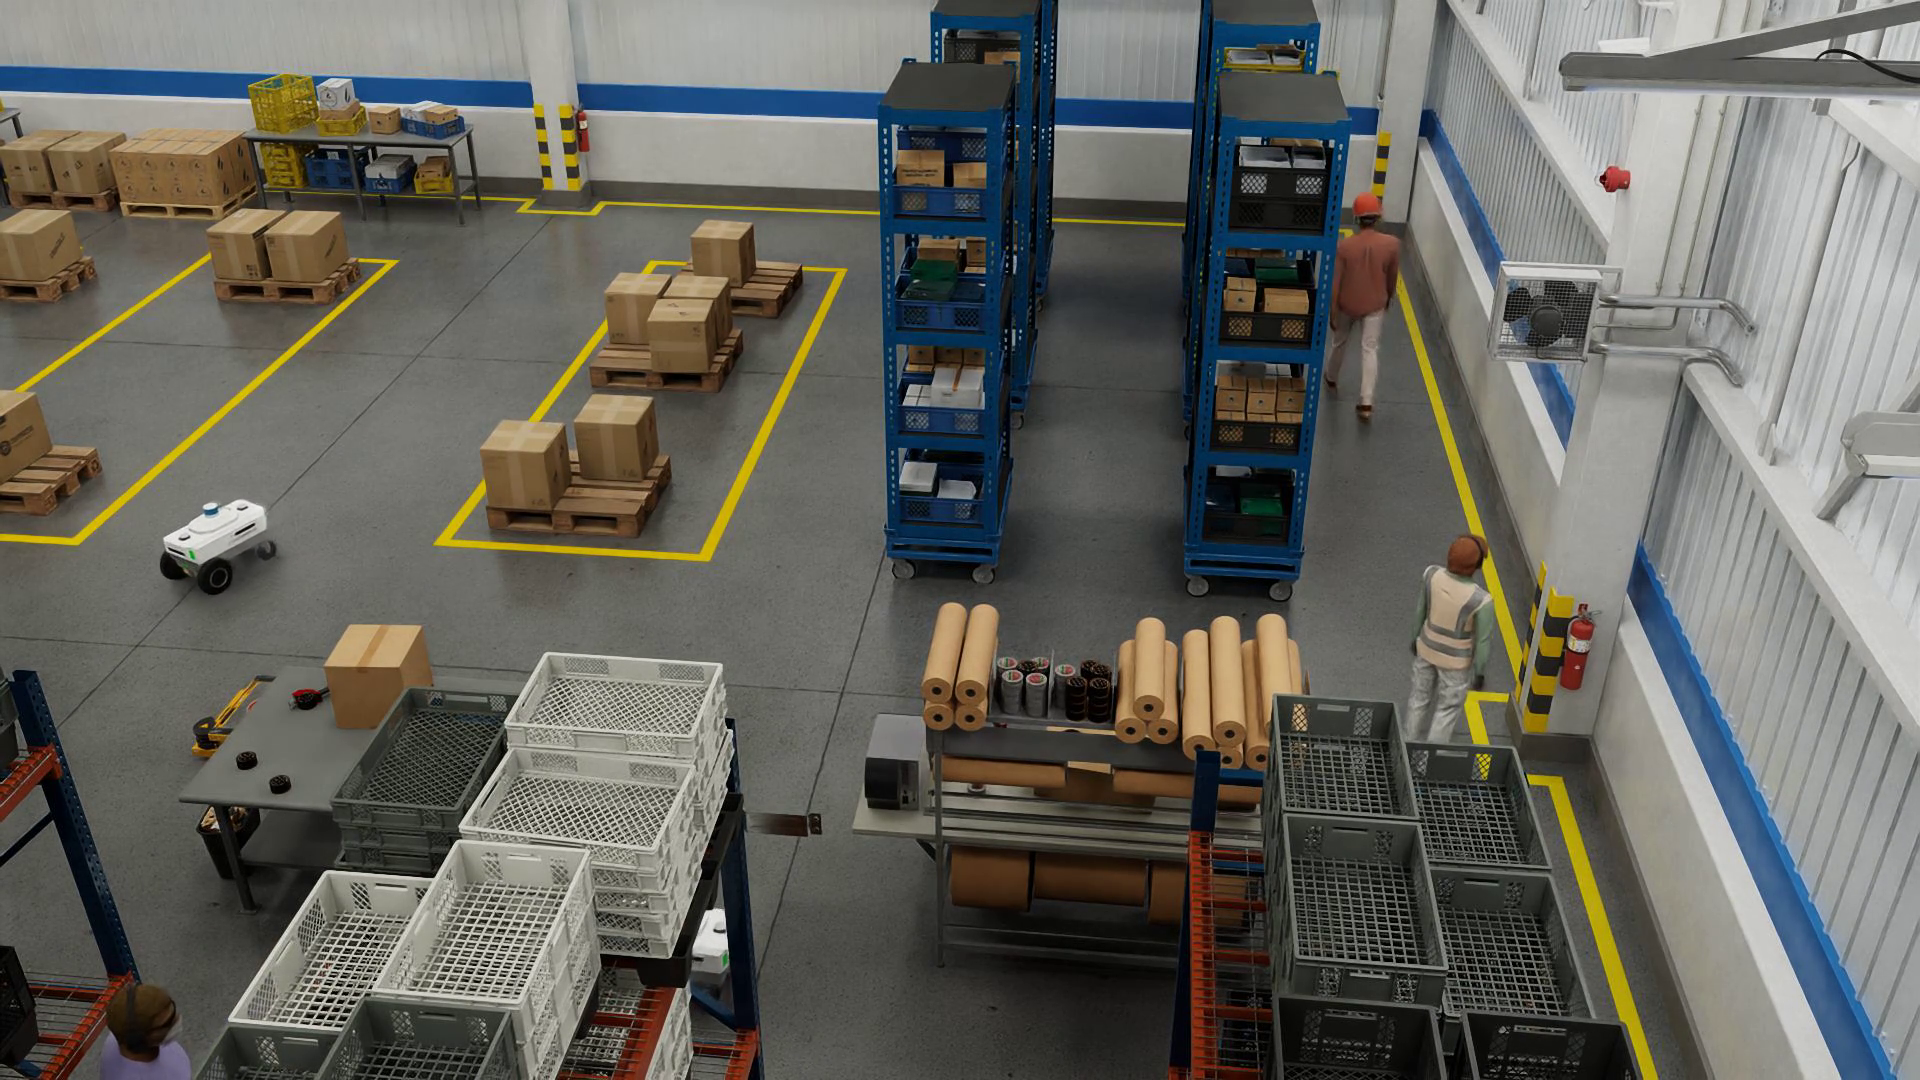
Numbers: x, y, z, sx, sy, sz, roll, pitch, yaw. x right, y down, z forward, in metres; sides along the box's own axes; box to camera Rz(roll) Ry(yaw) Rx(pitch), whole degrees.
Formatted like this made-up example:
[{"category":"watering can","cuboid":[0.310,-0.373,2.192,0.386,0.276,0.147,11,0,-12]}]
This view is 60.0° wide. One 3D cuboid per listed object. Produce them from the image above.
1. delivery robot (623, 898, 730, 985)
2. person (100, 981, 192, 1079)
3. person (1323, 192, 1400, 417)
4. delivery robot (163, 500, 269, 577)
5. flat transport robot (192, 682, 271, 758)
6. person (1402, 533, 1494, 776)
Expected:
[{"category":"delivery robot","cuboid":[-1.490,2.074,8.713,0.707,0.478,0.477,6,31,10]},{"category":"person","cuboid":[-3.131,2.524,6.666,0.351,1.936,0.634,-16,34,-26]},{"category":"person","cuboid":[3.512,-2.087,14.582,0.622,1.954,0.995,2,30,3]},{"category":"delivery robot","cuboid":[-5.516,-0.043,12.350,0.477,0.478,0.707,16,34,25]},{"category":"flat transport robot","cuboid":[-4.089,1.163,10.648,1.431,0.197,0.652,3,30,6]},{"category":"person","cuboid":[2.955,0.710,10.091,0.320,1.630,0.533,-21,36,-32]}]
